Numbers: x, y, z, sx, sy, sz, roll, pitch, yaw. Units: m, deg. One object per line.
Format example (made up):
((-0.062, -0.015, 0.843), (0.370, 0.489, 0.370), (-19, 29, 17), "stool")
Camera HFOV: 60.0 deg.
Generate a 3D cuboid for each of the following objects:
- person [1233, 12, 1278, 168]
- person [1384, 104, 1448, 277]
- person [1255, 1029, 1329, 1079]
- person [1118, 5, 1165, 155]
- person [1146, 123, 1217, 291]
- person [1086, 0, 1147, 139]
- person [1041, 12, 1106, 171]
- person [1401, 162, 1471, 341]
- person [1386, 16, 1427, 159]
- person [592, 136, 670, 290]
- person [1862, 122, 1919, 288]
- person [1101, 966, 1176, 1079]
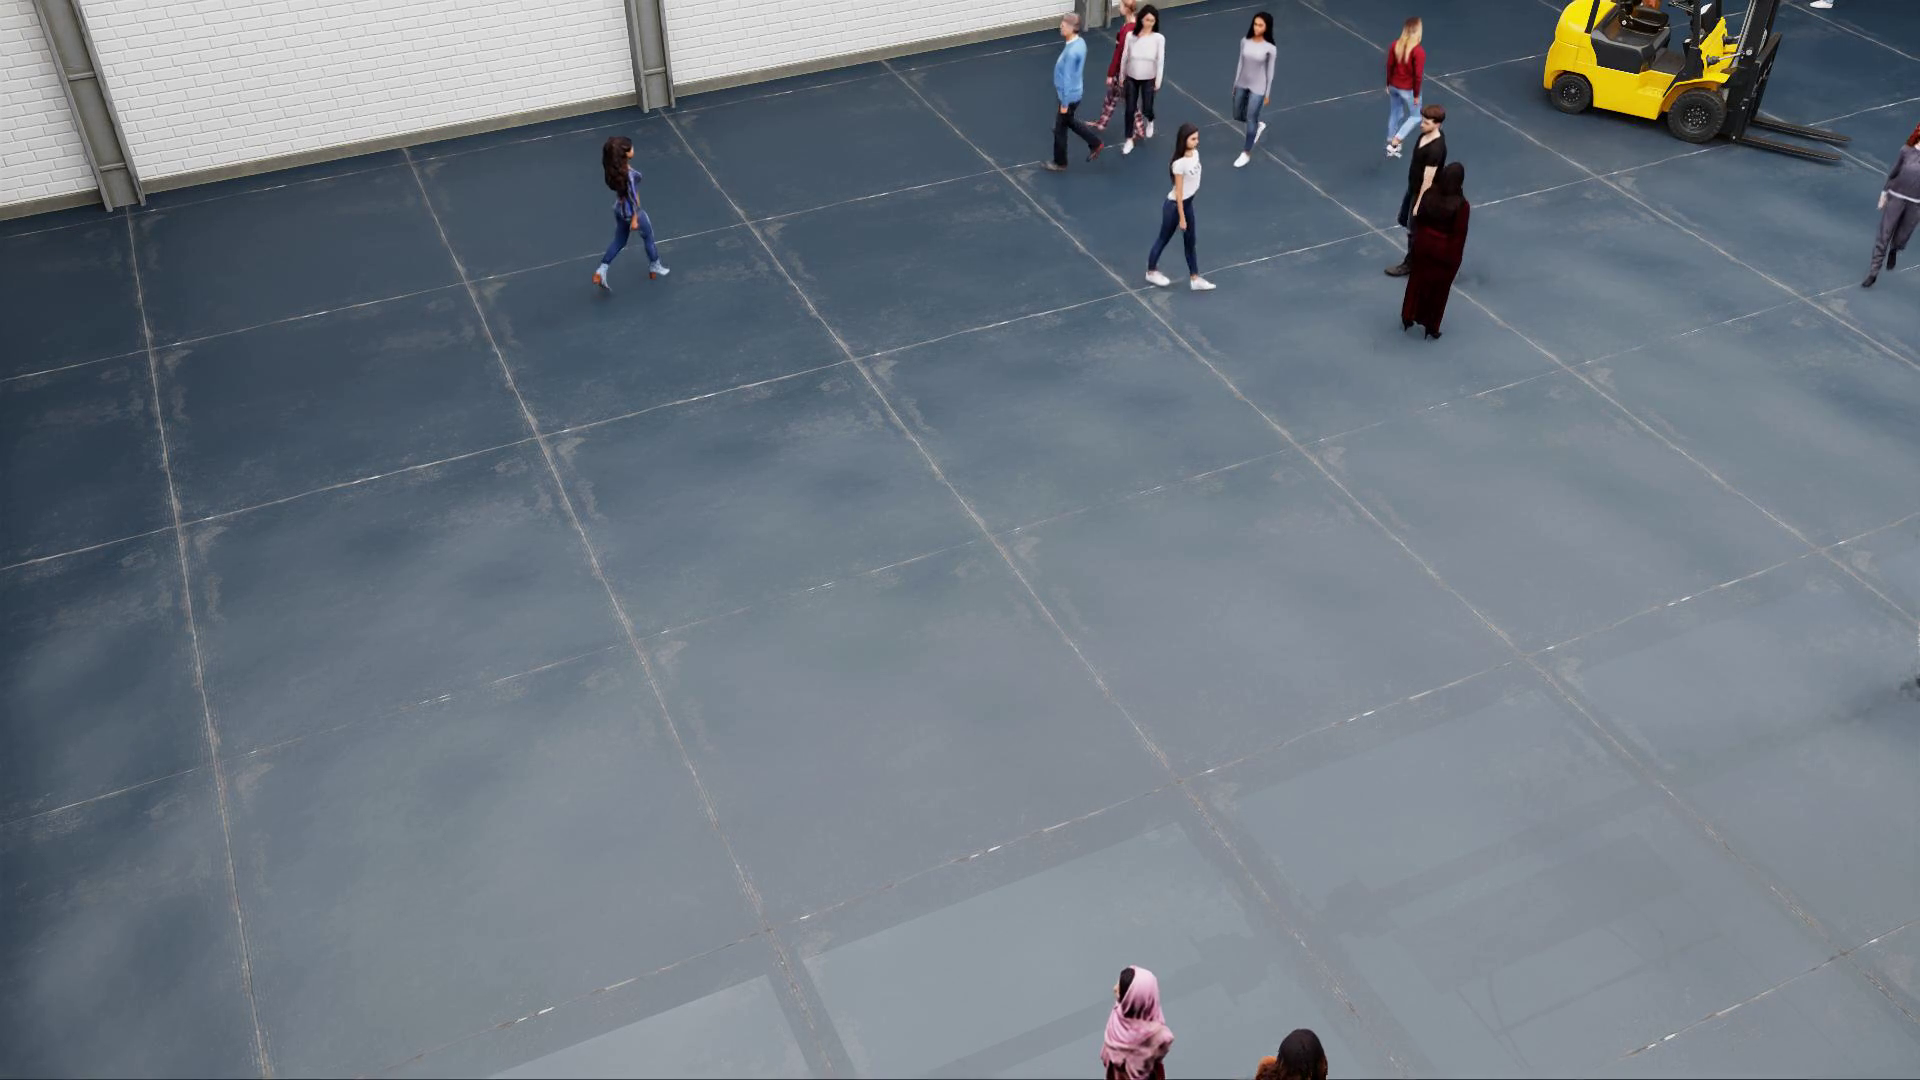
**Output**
((3.300, -5.037, 18.474), (0.814, 1.722, 0.968), (30, 47, 32), "person")
((4.623, -3.401, 16.302), (0.989, 1.875, 0.917), (5, 39, 6), "person")
((1.540, 3.088, 8.324), (0.960, 1.693, 1.209), (30, 47, 32), "person")
((2.064, -5.223, 18.735), (0.895, 1.686, 0.947), (12, 40, 15), "person")
((2.044, -3.246, 16.213), (1.000, 1.745, 1.020), (22, 43, 25), "person")
((1.943, -5.345, 18.904), (1.074, 1.666, 0.983), (9, 40, 12), "person")
((1.271, -4.887, 18.223), (1.060, 1.801, 0.950), (6, 39, 7), "person")
((4.446, -2.703, 15.524), (0.729, 1.756, 0.744), (-31, 48, -33), "person")
((4.909, -4.998, 18.503), (0.798, 1.625, 0.736), (-31, 48, -33), "person")
((-3.299, -3.154, 16.223), (1.117, 1.588, 0.763), (-26, 45, -29), "person")
((9.271, -3.325, 16.299), (0.797, 1.762, 0.890), (23, 44, 26), "person")
((0.934, 2.797, 8.735), (0.762, 1.633, 0.766), (0, 39, 0), "person")
